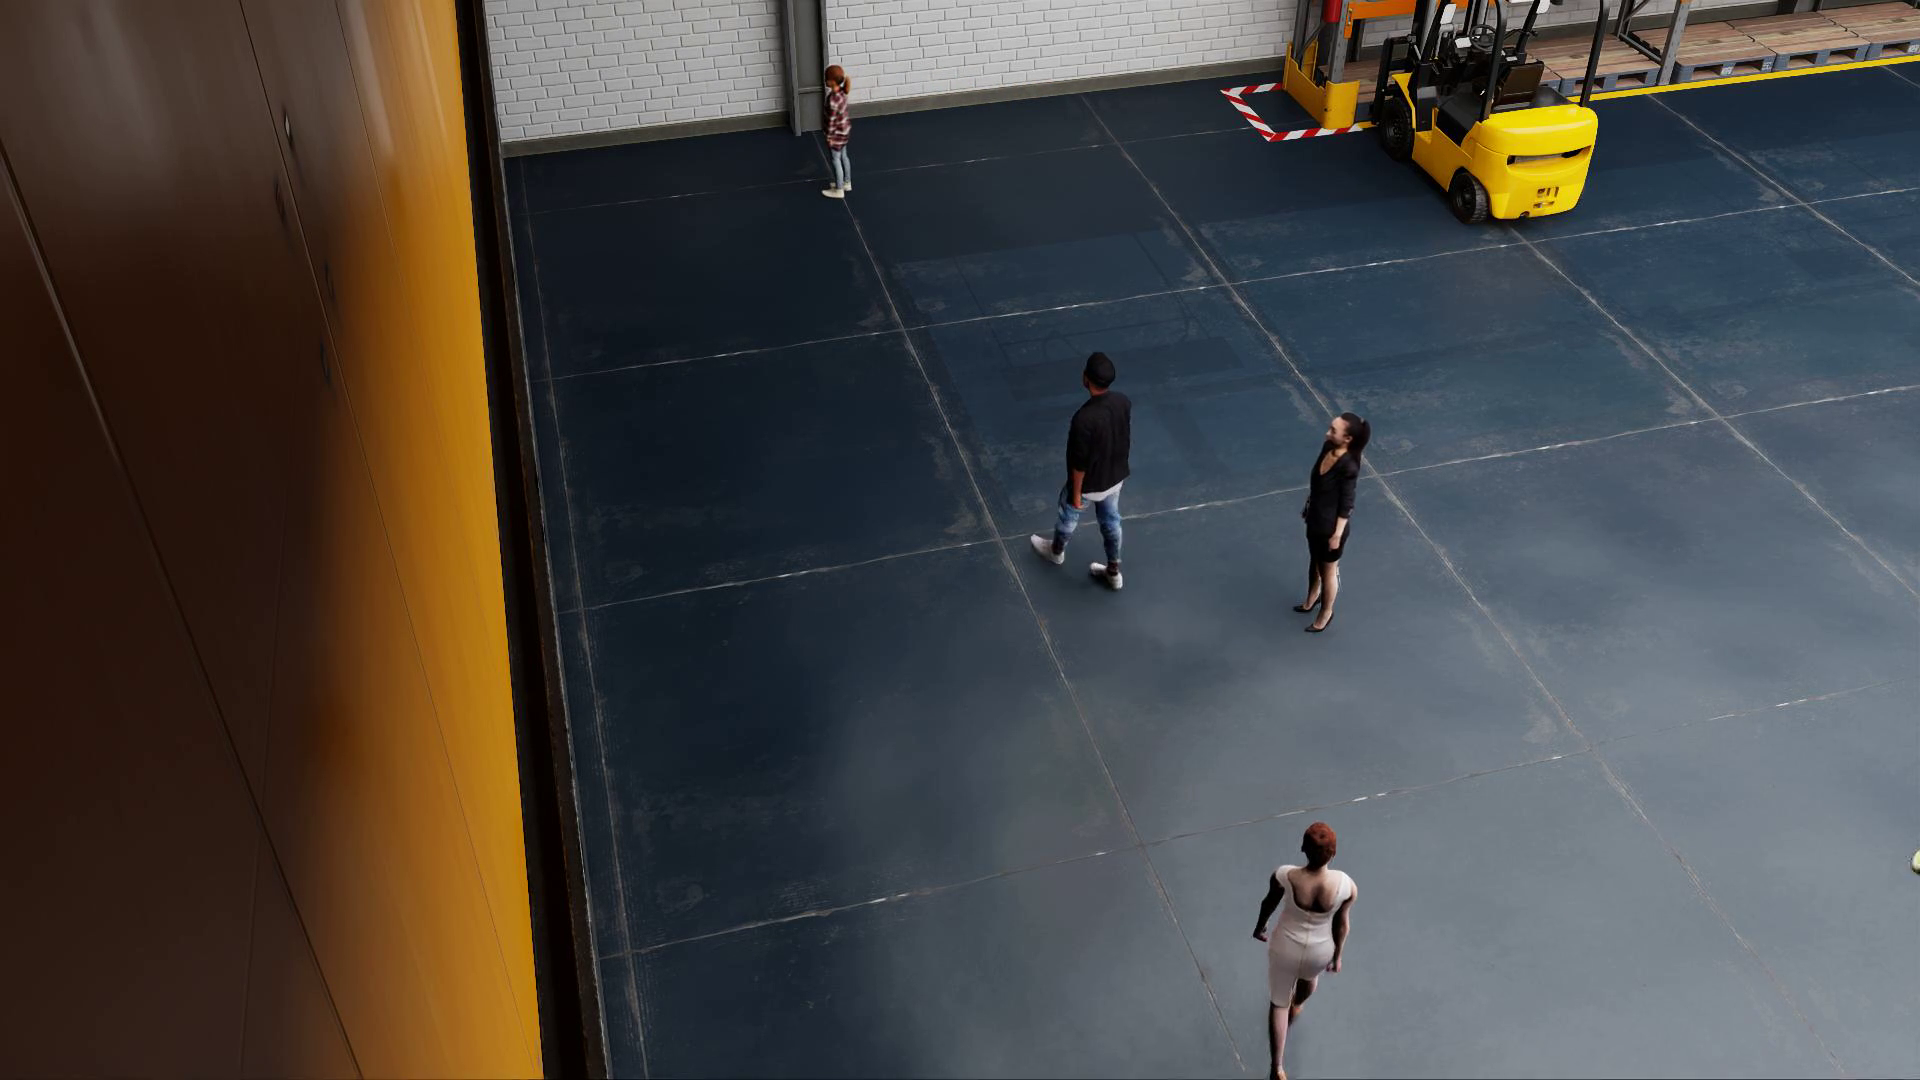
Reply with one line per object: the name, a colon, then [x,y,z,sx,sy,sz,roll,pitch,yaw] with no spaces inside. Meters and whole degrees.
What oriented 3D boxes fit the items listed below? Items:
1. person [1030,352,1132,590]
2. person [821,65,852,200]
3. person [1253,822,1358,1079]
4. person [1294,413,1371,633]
person: [0.979,-0.400,11.139,1.042,1.785,1.005,-28,46,-31]
person: [-1.158,-3.925,15.937,0.663,1.307,0.625,10,40,12]
person: [1.632,2.057,8.077,0.939,1.768,0.901,8,39,10]
person: [2.419,-0.120,10.859,0.540,1.698,0.611,-6,39,-7]
